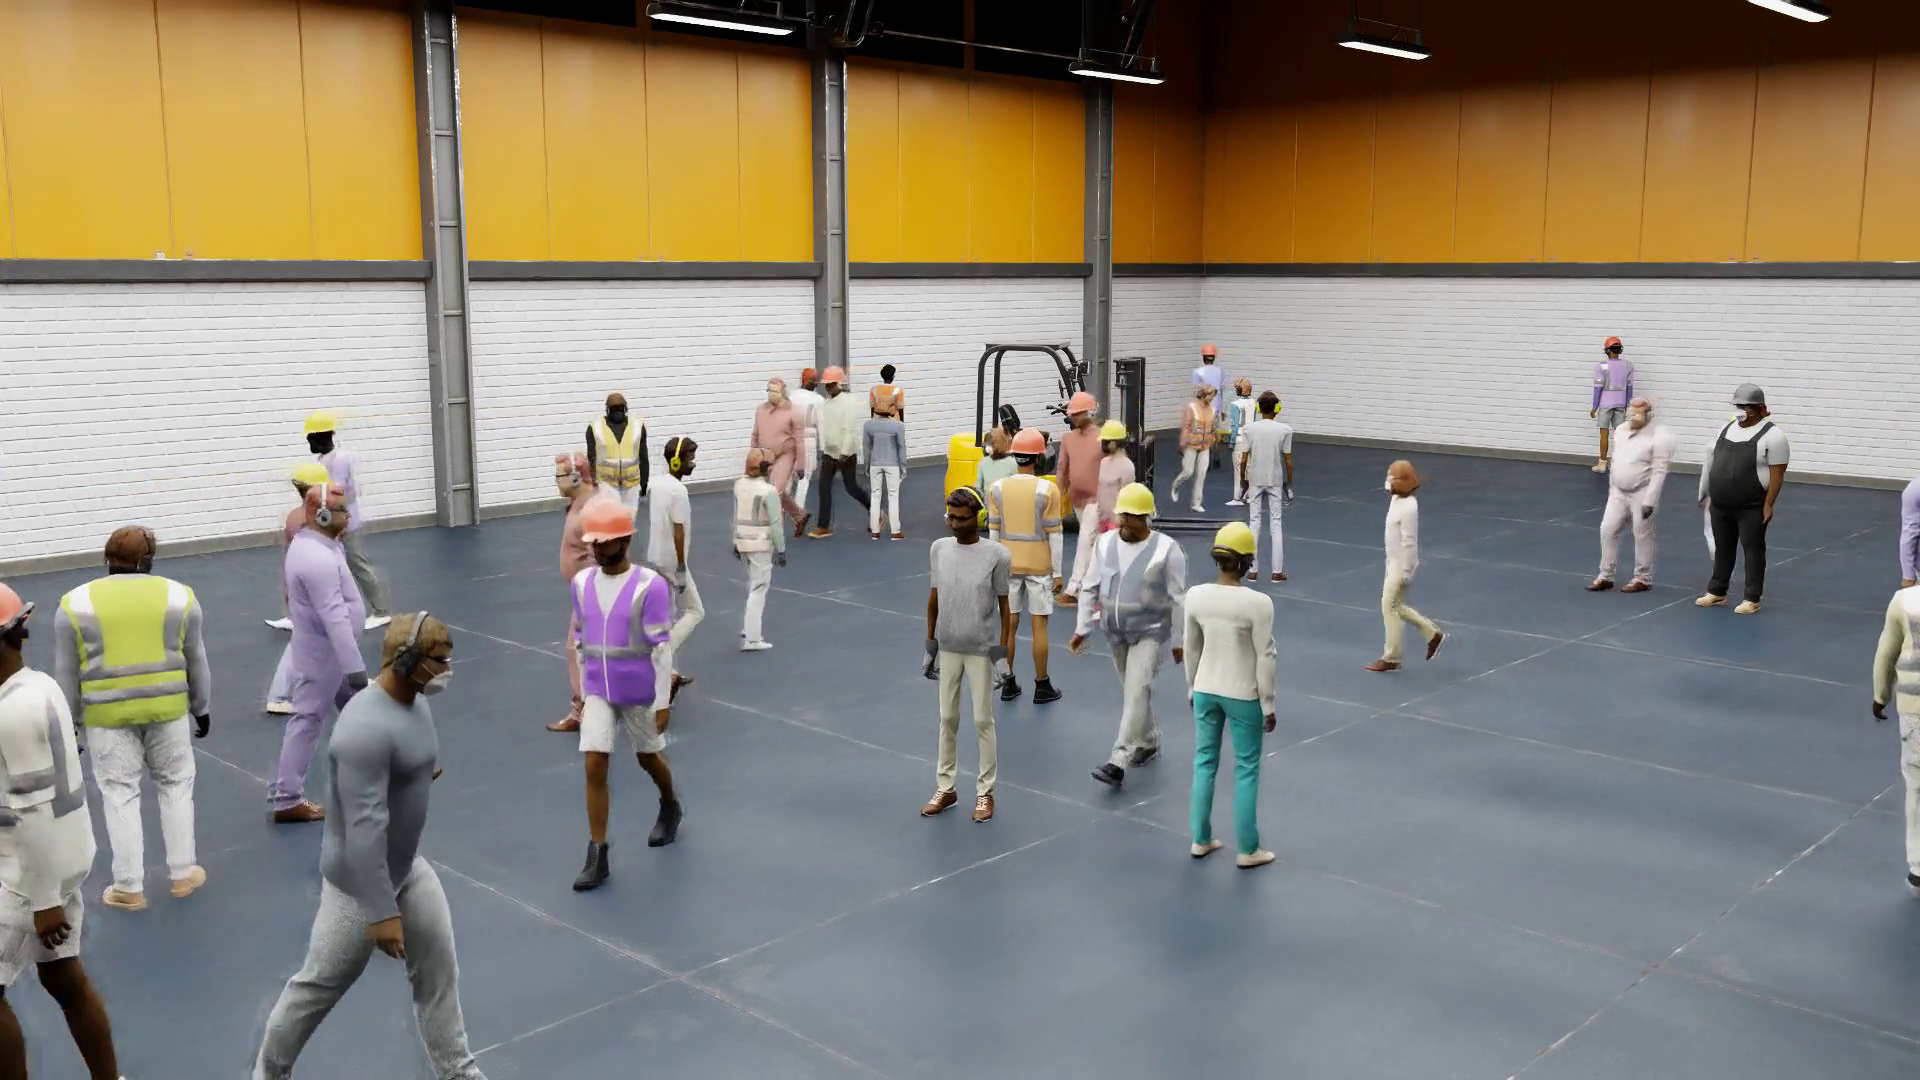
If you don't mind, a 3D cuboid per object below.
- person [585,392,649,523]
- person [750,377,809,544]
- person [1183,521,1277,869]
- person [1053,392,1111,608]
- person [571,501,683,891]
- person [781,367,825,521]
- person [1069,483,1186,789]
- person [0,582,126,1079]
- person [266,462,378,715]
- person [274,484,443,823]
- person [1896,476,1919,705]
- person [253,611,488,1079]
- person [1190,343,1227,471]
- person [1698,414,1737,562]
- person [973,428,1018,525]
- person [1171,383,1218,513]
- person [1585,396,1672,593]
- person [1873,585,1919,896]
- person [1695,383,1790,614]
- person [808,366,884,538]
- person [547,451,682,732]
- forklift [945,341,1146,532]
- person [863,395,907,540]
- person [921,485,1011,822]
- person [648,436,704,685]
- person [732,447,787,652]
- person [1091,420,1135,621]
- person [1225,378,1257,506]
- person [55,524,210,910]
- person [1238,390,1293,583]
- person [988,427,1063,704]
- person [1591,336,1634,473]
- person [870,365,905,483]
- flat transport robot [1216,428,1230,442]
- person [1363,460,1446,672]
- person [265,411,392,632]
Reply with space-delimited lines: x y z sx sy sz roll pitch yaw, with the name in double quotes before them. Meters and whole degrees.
"person" -3.493 -0.615 16.949 0.632 1.807 0.814 -4 10 -21
"person" -1.975 -0.890 18.436 0.666 1.871 0.886 7 12 37
"person" 1.377 0.784 8.467 0.531 1.768 0.317 8 12 40
"person" 1.181 -0.386 15.156 0.625 1.937 1.049 8 12 42
"person" -1.688 0.726 8.421 0.553 1.901 0.949 3 10 16
"person" -1.911 -1.151 20.057 0.618 1.853 0.440 4 10 22
"person" 0.989 0.548 9.851 0.605 1.778 0.941 7 12 37
"person" -3.221 1.127 5.609 0.755 2.006 0.638 -4 10 -23
"person" -4.425 0.321 11.455 0.924 1.717 0.528 -9 13 -43
"person" -3.368 0.619 9.162 0.959 1.858 0.680 -4 10 -21
"person" 6.710 0.227 11.347 0.637 1.937 0.357 -1 9 -9
"person" -2.056 1.182 5.726 1.010 1.874 0.766 1 9 4
"person" 3.710 -1.982 24.957 0.544 1.922 0.408 -3 10 -17
"person" 7.369 -0.410 15.959 0.510 1.699 0.680 3 10 17
"person" 0.309 -0.227 15.204 0.532 1.583 0.876 9 13 43
"person" 2.930 -1.166 20.854 0.570 1.608 0.544 -4 10 -26
"person" 6.207 -0.408 15.459 0.729 1.865 0.724 -4 10 -25
"person" 4.872 0.806 8.254 0.603 1.778 0.909 4 10 23
"person" 6.886 -0.372 14.705 0.535 2.000 0.673 -5 10 -28
"person" -1.302 -1.010 18.909 0.605 1.963 0.911 9 13 43
"person" -2.294 0.331 10.946 0.816 1.866 0.666 -2 9 -11
"forklift" 0.977 -1.223 19.452 2.313 2.155 1.214 2 9 11
"person" -0.838 -0.812 18.646 0.507 1.632 0.265 3 10 16
"person" 0.035 0.621 9.163 0.520 1.865 0.328 4 10 22
"person" -2.071 0.171 11.960 0.405 1.846 0.553 -8 12 -39
"person" -1.596 0.077 13.228 0.435 1.621 0.540 -9 13 -42
"person" 1.402 -0.179 14.429 0.668 1.747 0.530 -4 10 -22
"person" 3.617 -1.249 21.310 0.307 1.640 0.521 8 12 41
"person" -3.938 0.837 7.963 0.657 1.826 0.435 -6 11 -31
"person" 2.965 -0.516 16.128 0.532 1.864 0.312 3 10 16
"person" 0.470 0.181 11.632 0.544 1.939 0.354 4 10 23
"person" 9.696 -2.012 24.783 0.604 2.034 0.386 -1 9 -7
"person" -1.023 -1.629 23.486 0.531 1.690 0.319 3 10 18
"flat transport robot" 4.959 -1.853 29.194 1.431 0.197 0.652 1 9 3
"person" 3.363 0.197 12.508 0.550 1.614 0.511 1 9 5
"person" -5.239 -0.137 13.812 1.022 1.868 0.602 -7 12 -38
